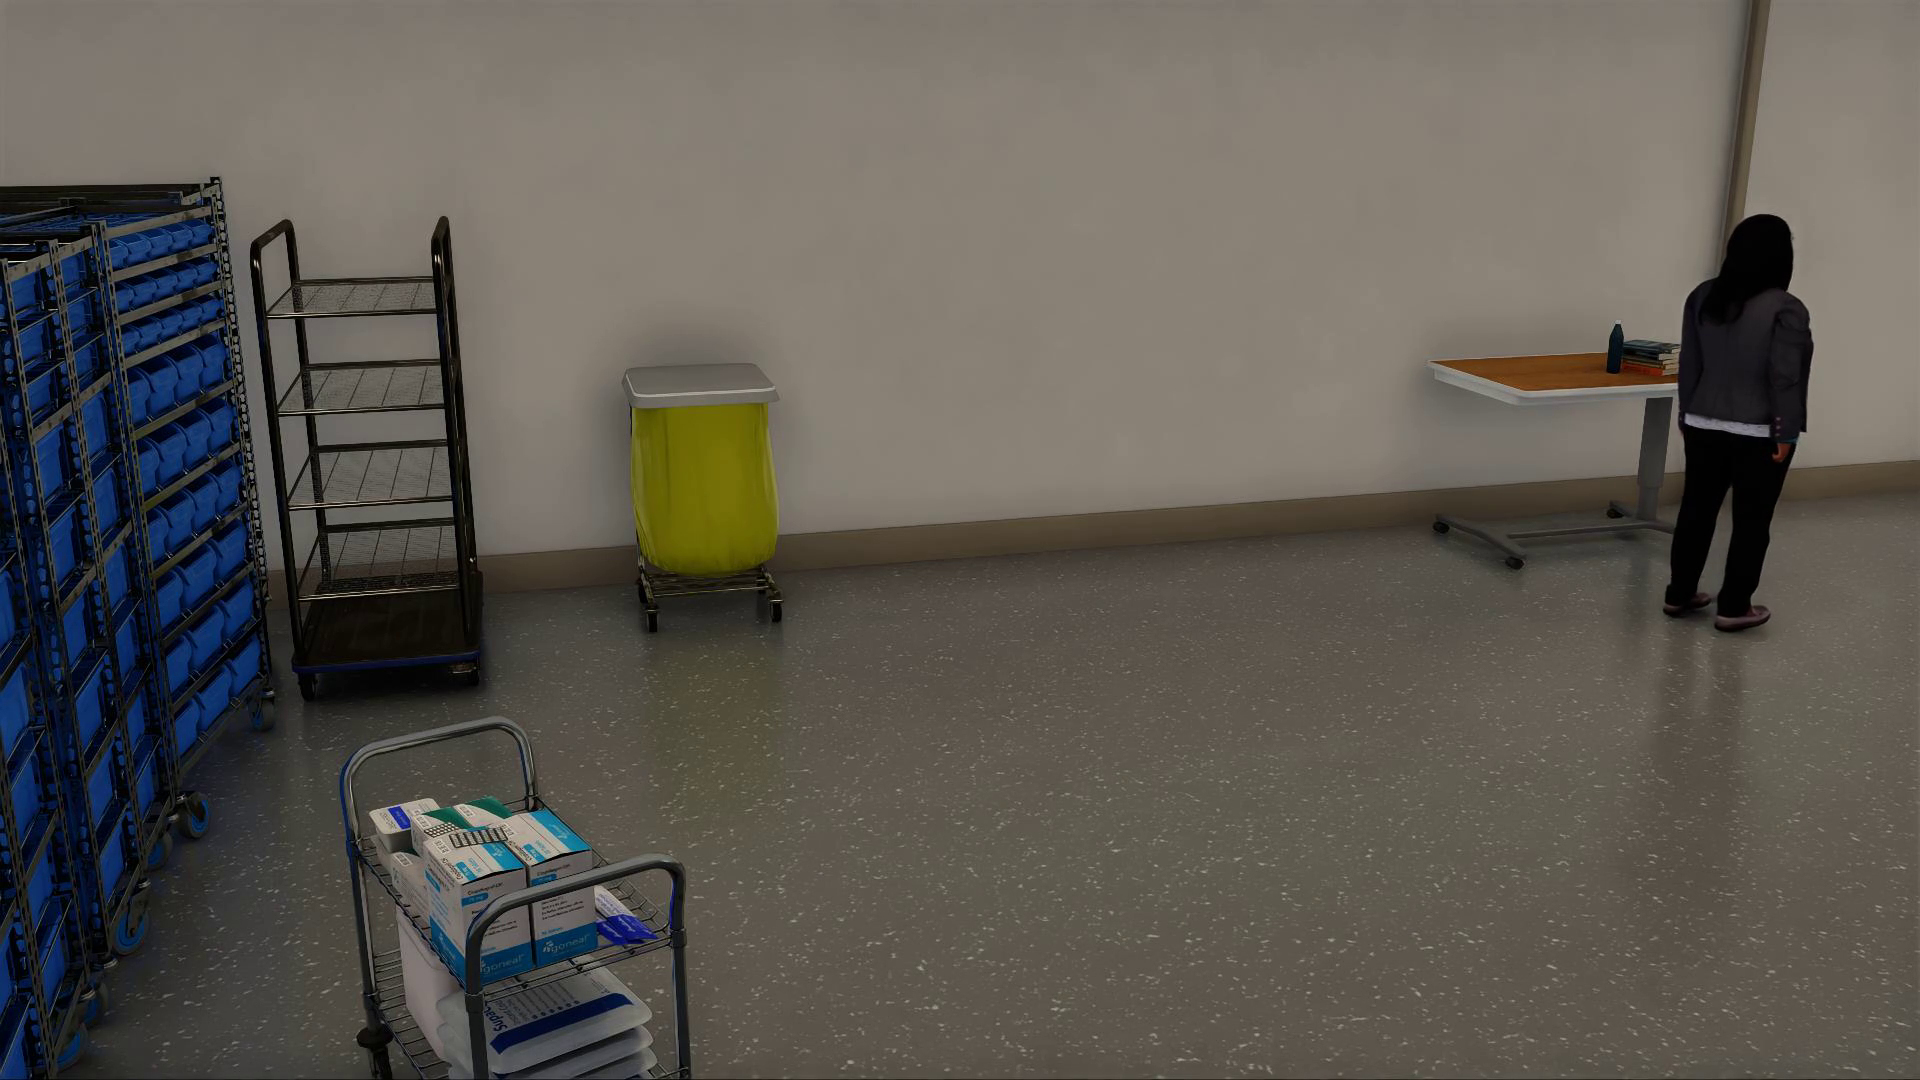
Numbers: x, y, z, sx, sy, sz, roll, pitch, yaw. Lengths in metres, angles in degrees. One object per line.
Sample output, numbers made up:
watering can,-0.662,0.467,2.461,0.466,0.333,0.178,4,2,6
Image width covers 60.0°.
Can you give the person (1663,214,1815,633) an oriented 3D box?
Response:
person,2.996,-0.445,6.414,0.741,1.594,0.740,-9,18,-30
